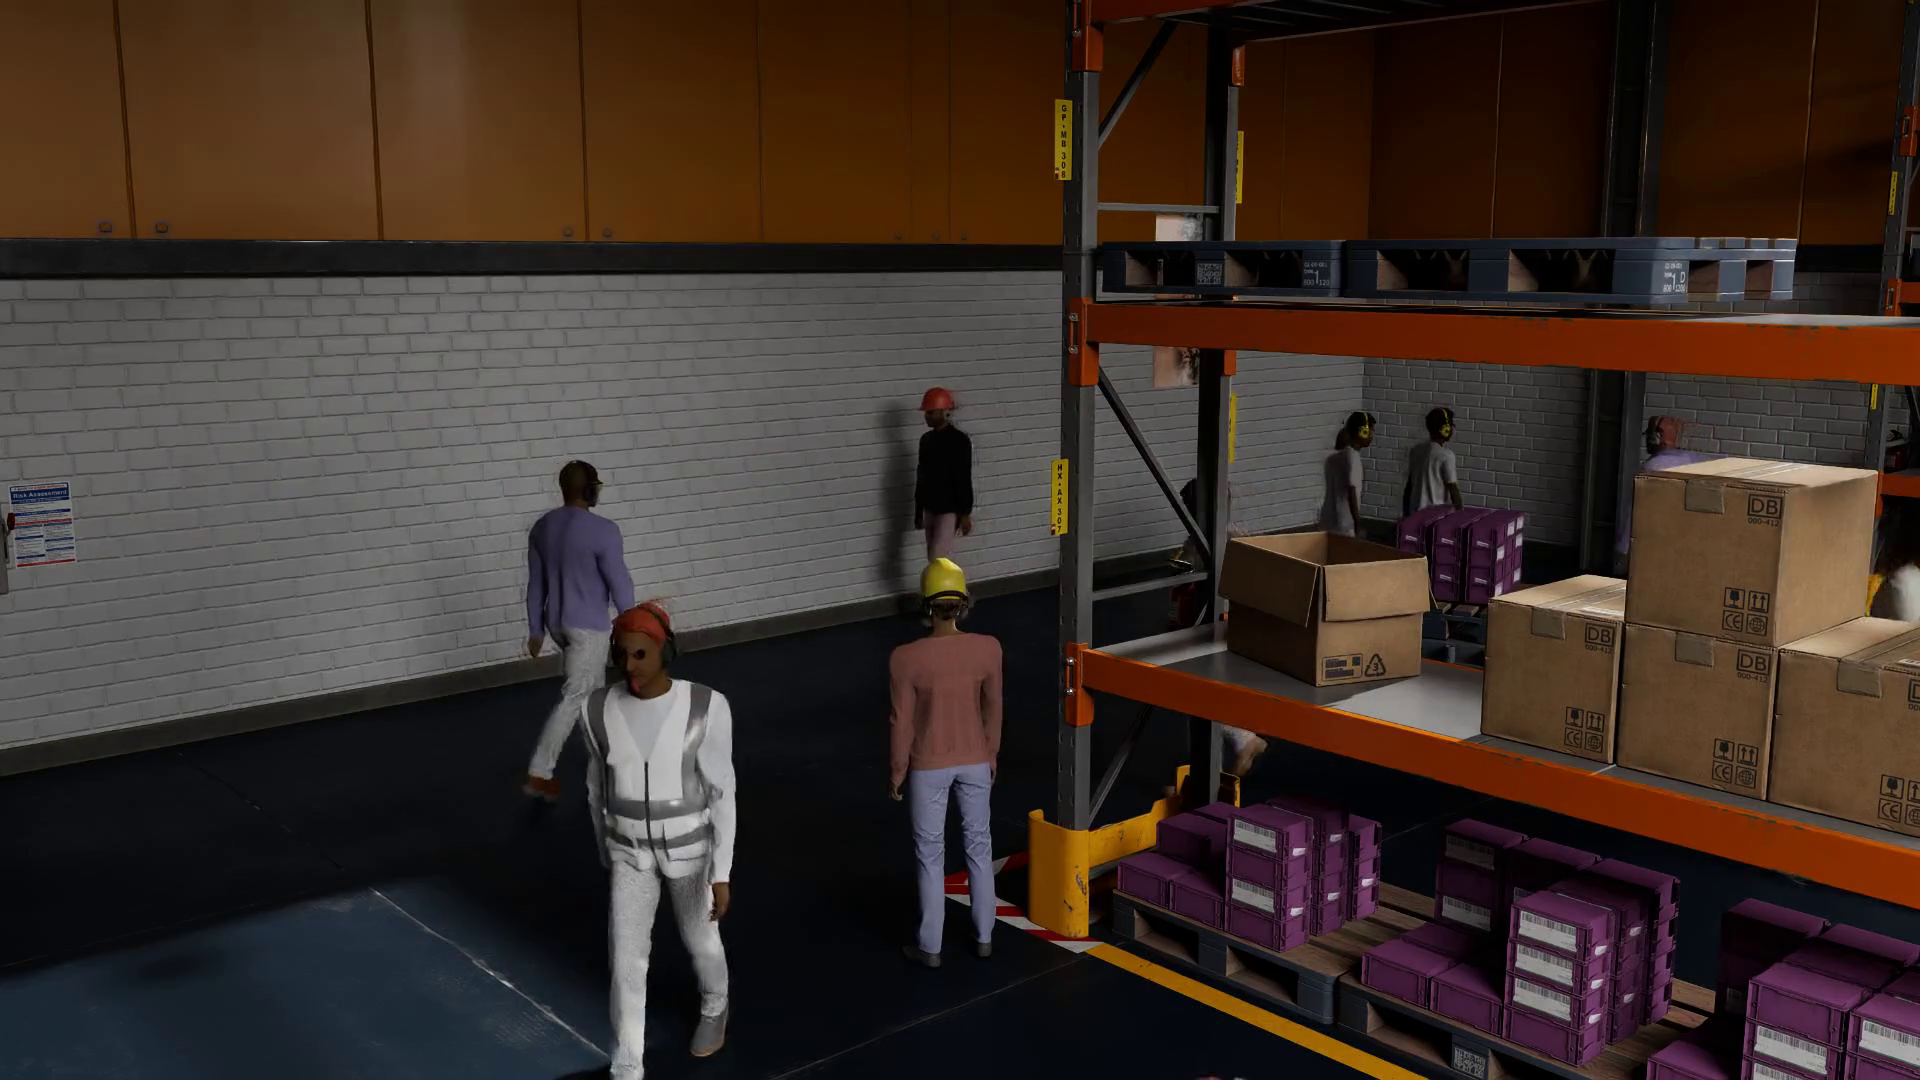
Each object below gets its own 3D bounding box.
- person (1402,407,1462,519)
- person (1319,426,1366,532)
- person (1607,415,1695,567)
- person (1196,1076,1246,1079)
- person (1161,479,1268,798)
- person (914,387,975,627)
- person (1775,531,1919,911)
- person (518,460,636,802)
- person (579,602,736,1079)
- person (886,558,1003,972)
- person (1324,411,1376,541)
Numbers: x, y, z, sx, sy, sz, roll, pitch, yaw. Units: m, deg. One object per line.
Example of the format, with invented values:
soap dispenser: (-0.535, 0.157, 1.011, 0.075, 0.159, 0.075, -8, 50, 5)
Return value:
person: (3.879, -0.151, 13.414, 0.978, 1.821, 0.528, -3, 10, -16)
person: (3.320, -0.168, 14.148, 0.802, 1.603, 0.522, -5, 11, -27)
person: (5.018, 0.025, 12.218, 0.650, 1.878, 0.820, -8, 13, -39)
person: (0.366, 1.701, 2.433, 0.673, 1.864, 0.886, -9, 13, -44)
person: (1.421, 0.557, 9.261, 0.550, 1.827, 0.627, 0, 10, -3)
person: (-0.164, -0.257, 13.569, 0.440, 1.974, 0.644, -7, 12, -36)
person: (4.331, 0.781, 7.794, 0.645, 1.895, 0.963, -8, 12, -38)
person: (-2.190, 0.498, 9.409, 0.632, 1.902, 0.985, 7, 12, 36)
person: (-1.055, 1.109, 6.001, 0.582, 1.848, 0.961, 1, 10, 4)
person: (-0.066, 0.954, 7.094, 0.523, 1.769, 0.324, -4, 10, -21)
person: (3.017, -0.113, 13.230, 0.962, 1.817, 0.608, 3, 10, 16)
